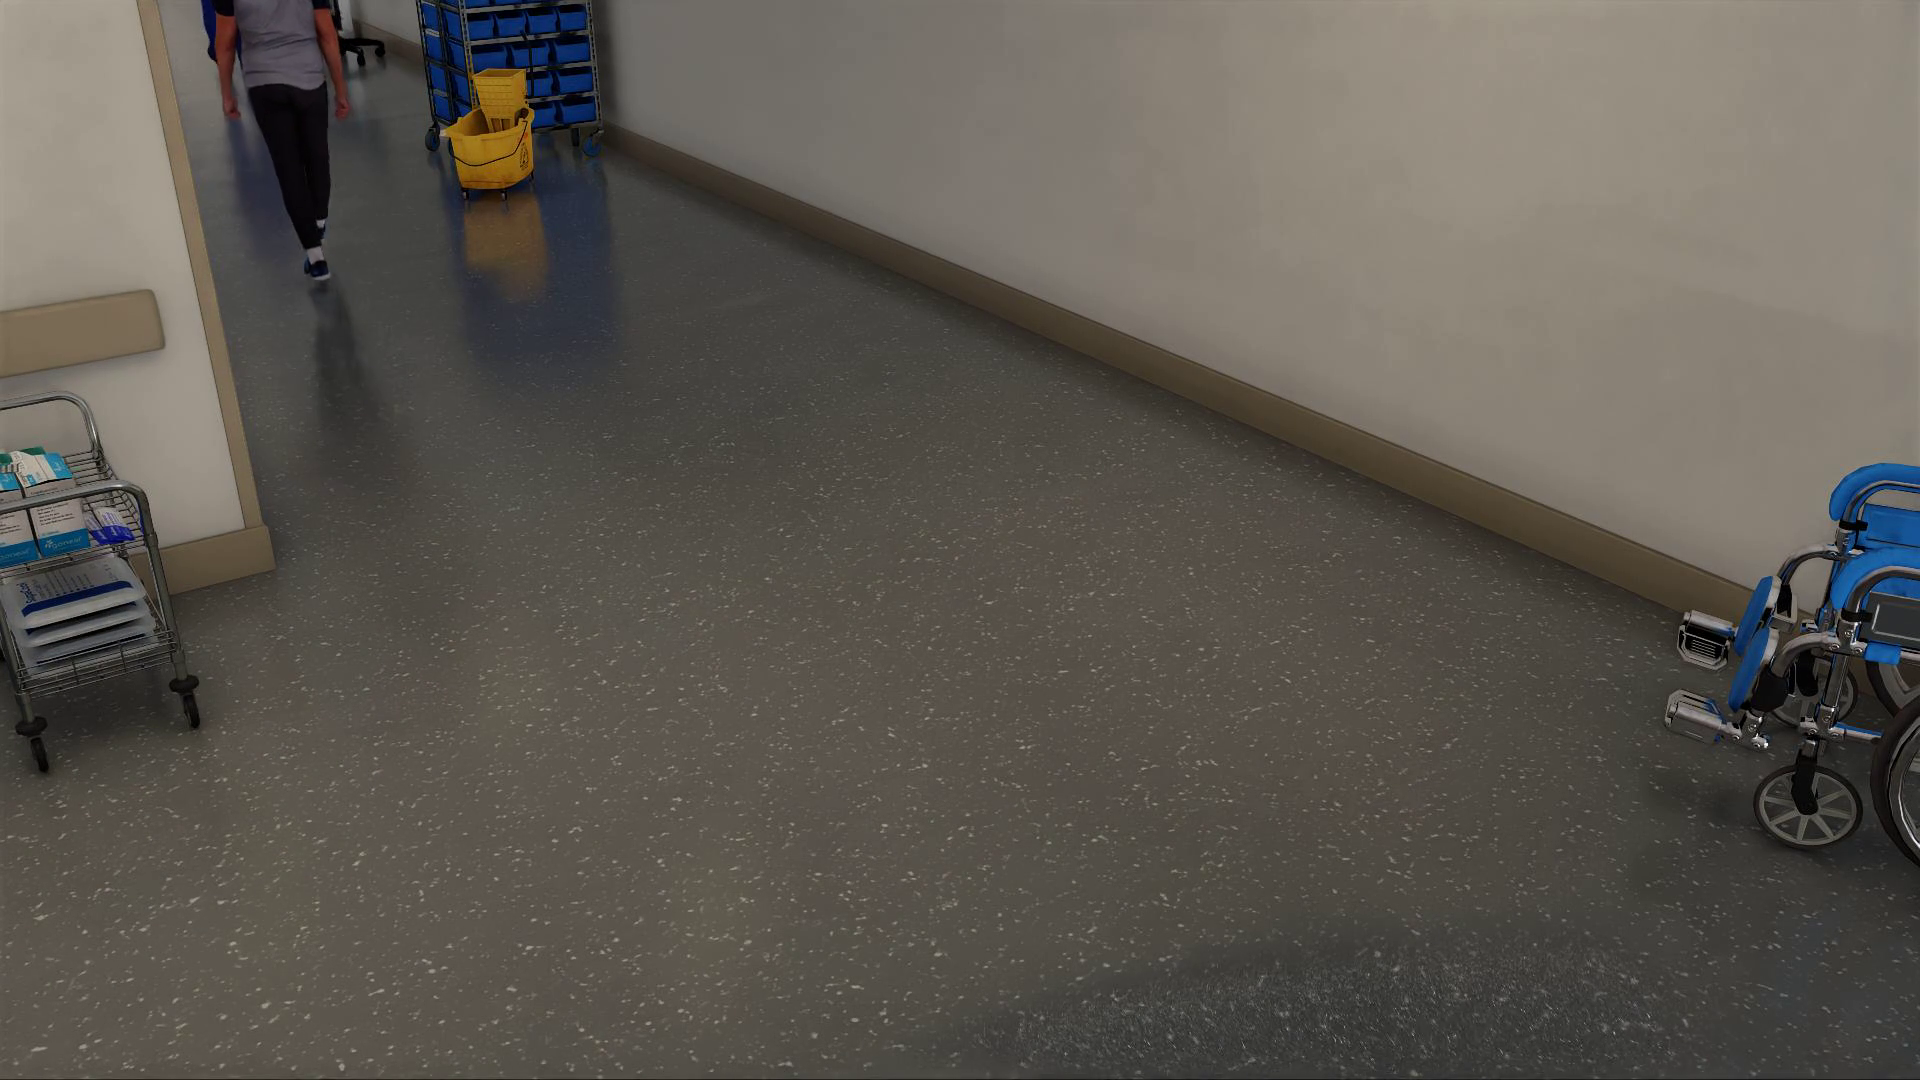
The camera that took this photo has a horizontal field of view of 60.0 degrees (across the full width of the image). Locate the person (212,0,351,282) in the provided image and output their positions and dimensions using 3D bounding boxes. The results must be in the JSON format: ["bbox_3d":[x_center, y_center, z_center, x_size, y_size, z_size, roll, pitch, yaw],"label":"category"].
[{"bbox_3d":[-3.272,-2.144,8.140,1.130,1.774,0.862,-13,29,-26],"label":"person"}]
